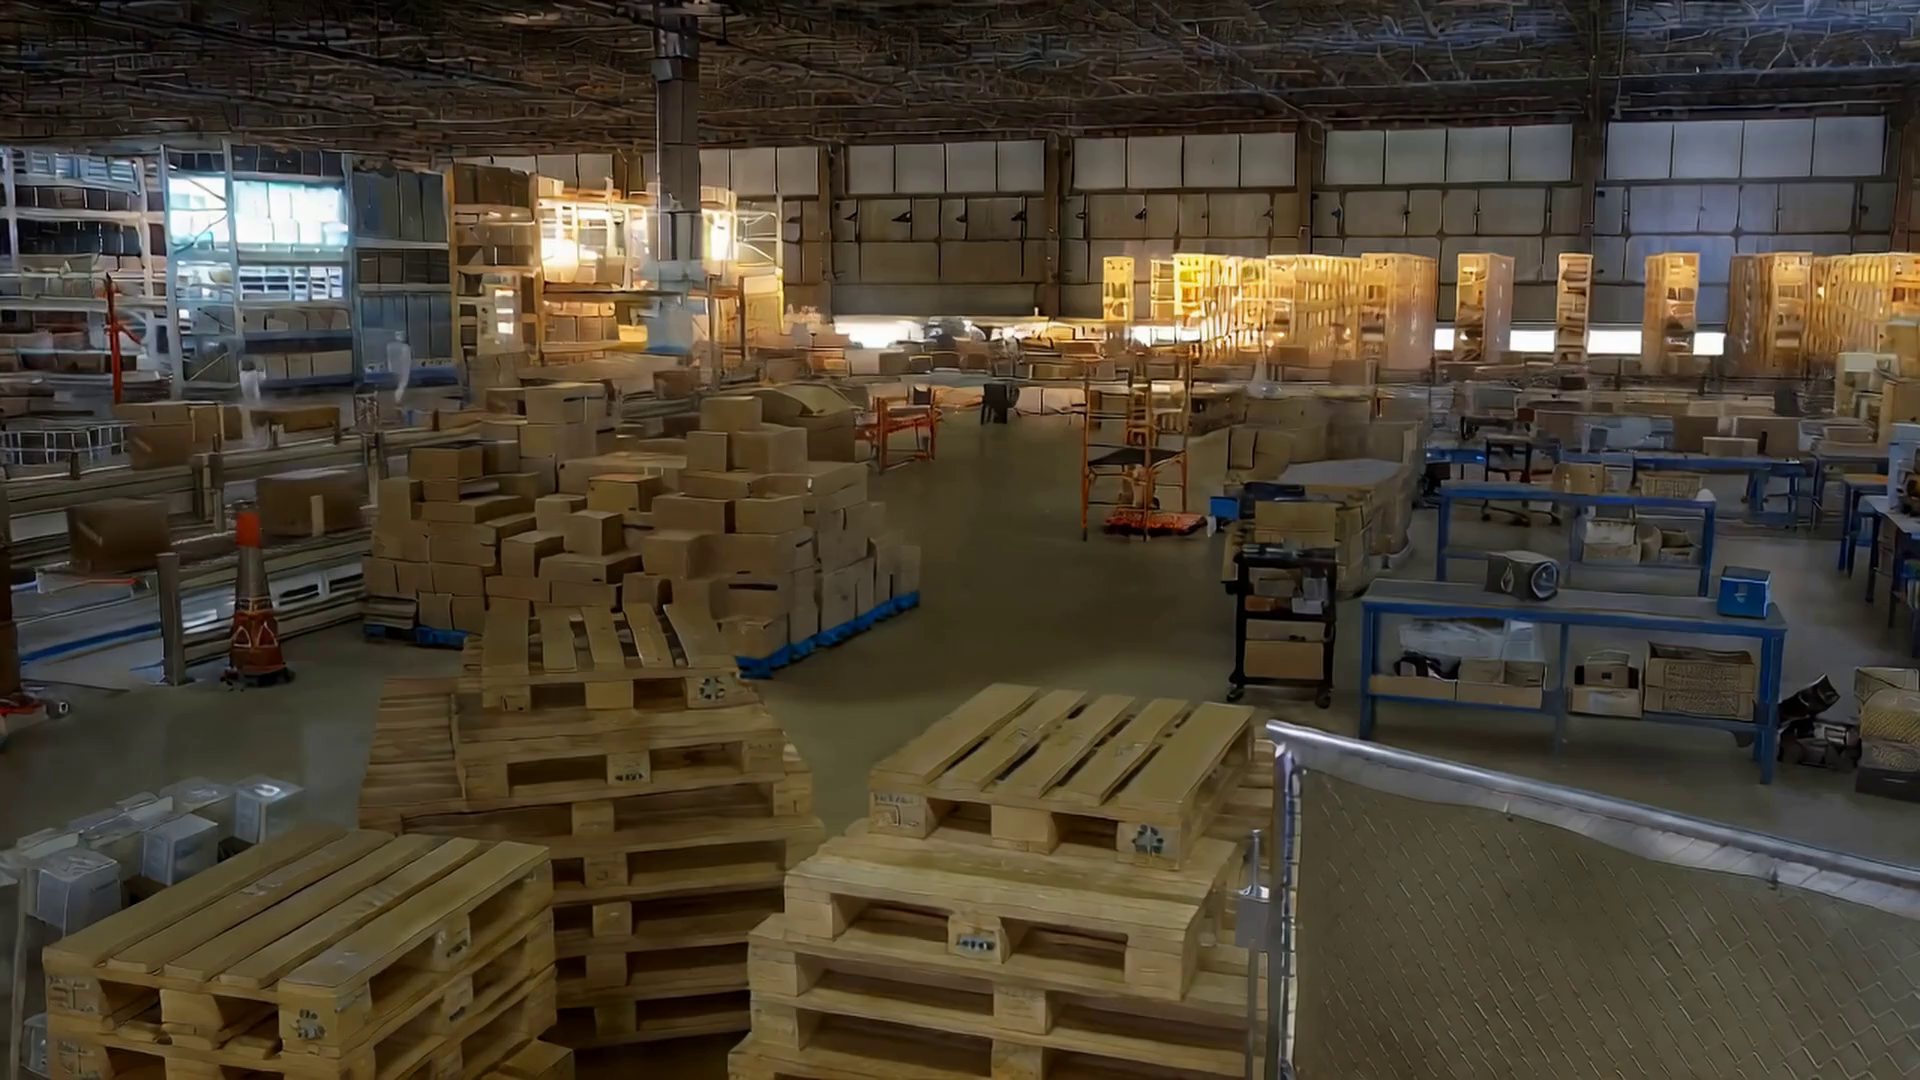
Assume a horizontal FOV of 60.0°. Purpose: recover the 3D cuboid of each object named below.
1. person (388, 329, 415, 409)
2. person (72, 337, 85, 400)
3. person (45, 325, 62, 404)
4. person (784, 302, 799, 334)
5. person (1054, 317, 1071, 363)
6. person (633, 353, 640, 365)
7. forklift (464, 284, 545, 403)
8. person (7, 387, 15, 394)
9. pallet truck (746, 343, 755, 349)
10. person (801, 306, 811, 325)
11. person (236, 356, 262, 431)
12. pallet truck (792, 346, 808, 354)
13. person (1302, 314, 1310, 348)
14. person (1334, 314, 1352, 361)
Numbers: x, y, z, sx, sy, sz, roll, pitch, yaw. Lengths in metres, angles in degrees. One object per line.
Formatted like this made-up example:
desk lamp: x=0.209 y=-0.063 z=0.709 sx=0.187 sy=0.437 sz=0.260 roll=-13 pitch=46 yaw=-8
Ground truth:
person: x=-12.656 y=-3.859 z=37.645 sx=0.600 sy=1.814 sz=0.688 roll=4 pitch=10 yaw=22
person: x=-21.655 y=-4.243 z=40.750 sx=0.554 sy=1.598 sz=0.744 roll=2 pitch=9 yaw=15
person: x=-21.411 y=-4.138 z=39.314 sx=0.401 sy=1.860 sz=0.672 roll=-4 pitch=10 yaw=-25
person: x=-6.911 y=-8.682 z=67.478 sx=0.651 sy=1.953 sz=0.974 roll=-3 pitch=10 yaw=-20
person: x=2.744 y=-4.963 z=44.199 sx=0.602 sy=1.938 sz=0.401 roll=-6 pitch=11 yaw=-35
person: x=-10.194 y=-6.316 z=52.719 sx=0.376 sy=1.932 sz=0.543 roll=1 pitch=9 yaw=4
forklift: x=-10.832 y=-4.702 z=39.610 sx=1.129 sy=2.768 sz=1.873 roll=3 pitch=10 yaw=20
person: x=-23.060 y=-4.203 z=39.719 sx=1.011 sy=1.842 sz=0.664 roll=0 pitch=9 yaw=0
pallet truck: x=-6.183 y=-4.618 z=44.264 sx=1.601 sy=1.201 sz=0.680 roll=-9 pitch=12 yaw=-43
person: x=-6.217 y=-8.432 z=66.448 sx=0.970 sy=1.788 sz=0.645 roll=-1 pitch=9 yaw=-5
person: x=-12.440 y=-2.401 z=29.109 sx=0.509 sy=1.621 sz=0.378 roll=8 pitch=12 yaw=40
pallet truck: x=-3.705 y=-4.298 z=42.022 sx=0.653 sy=1.274 sz=1.630 roll=3 pitch=10 yaw=20
person: x=12.365 y=-7.348 z=59.463 sx=0.374 sy=1.843 sz=0.573 roll=2 pitch=9 yaw=10
person: x=11.972 y=-6.140 z=51.932 sx=0.591 sy=1.829 sz=0.404 roll=8 pitch=12 yaw=41
